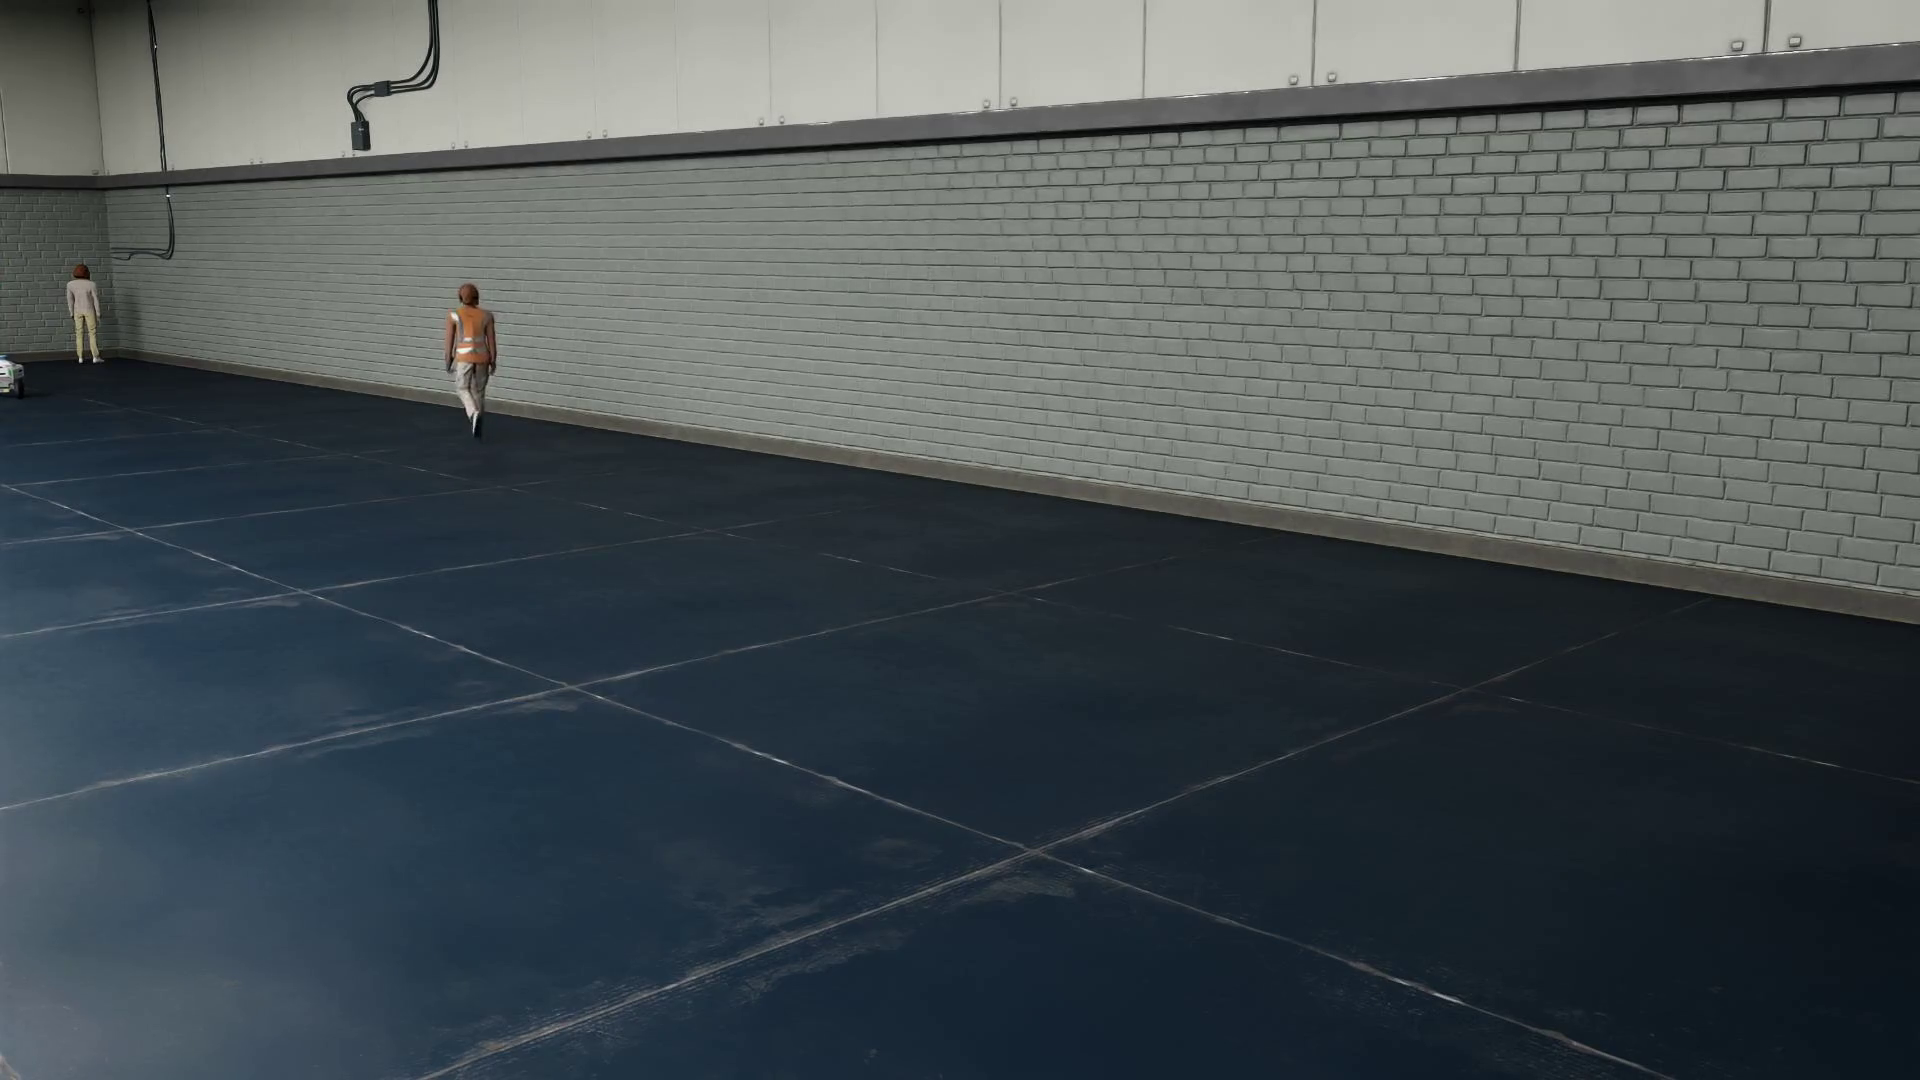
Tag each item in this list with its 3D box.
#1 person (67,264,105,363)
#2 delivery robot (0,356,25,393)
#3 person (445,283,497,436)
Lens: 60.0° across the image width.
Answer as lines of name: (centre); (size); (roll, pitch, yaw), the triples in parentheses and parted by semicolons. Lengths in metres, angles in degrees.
person: (-14.527, -3.757, 27.622); (0.507, 1.632, 0.272); (-1, 10, -4)
delivery robot: (-12.526, -2.174, 21.799); (0.477, 0.478, 0.707); (-3, 11, -17)
person: (-5.092, -1.875, 17.402); (0.522, 1.614, 0.661); (-6, 12, -30)
